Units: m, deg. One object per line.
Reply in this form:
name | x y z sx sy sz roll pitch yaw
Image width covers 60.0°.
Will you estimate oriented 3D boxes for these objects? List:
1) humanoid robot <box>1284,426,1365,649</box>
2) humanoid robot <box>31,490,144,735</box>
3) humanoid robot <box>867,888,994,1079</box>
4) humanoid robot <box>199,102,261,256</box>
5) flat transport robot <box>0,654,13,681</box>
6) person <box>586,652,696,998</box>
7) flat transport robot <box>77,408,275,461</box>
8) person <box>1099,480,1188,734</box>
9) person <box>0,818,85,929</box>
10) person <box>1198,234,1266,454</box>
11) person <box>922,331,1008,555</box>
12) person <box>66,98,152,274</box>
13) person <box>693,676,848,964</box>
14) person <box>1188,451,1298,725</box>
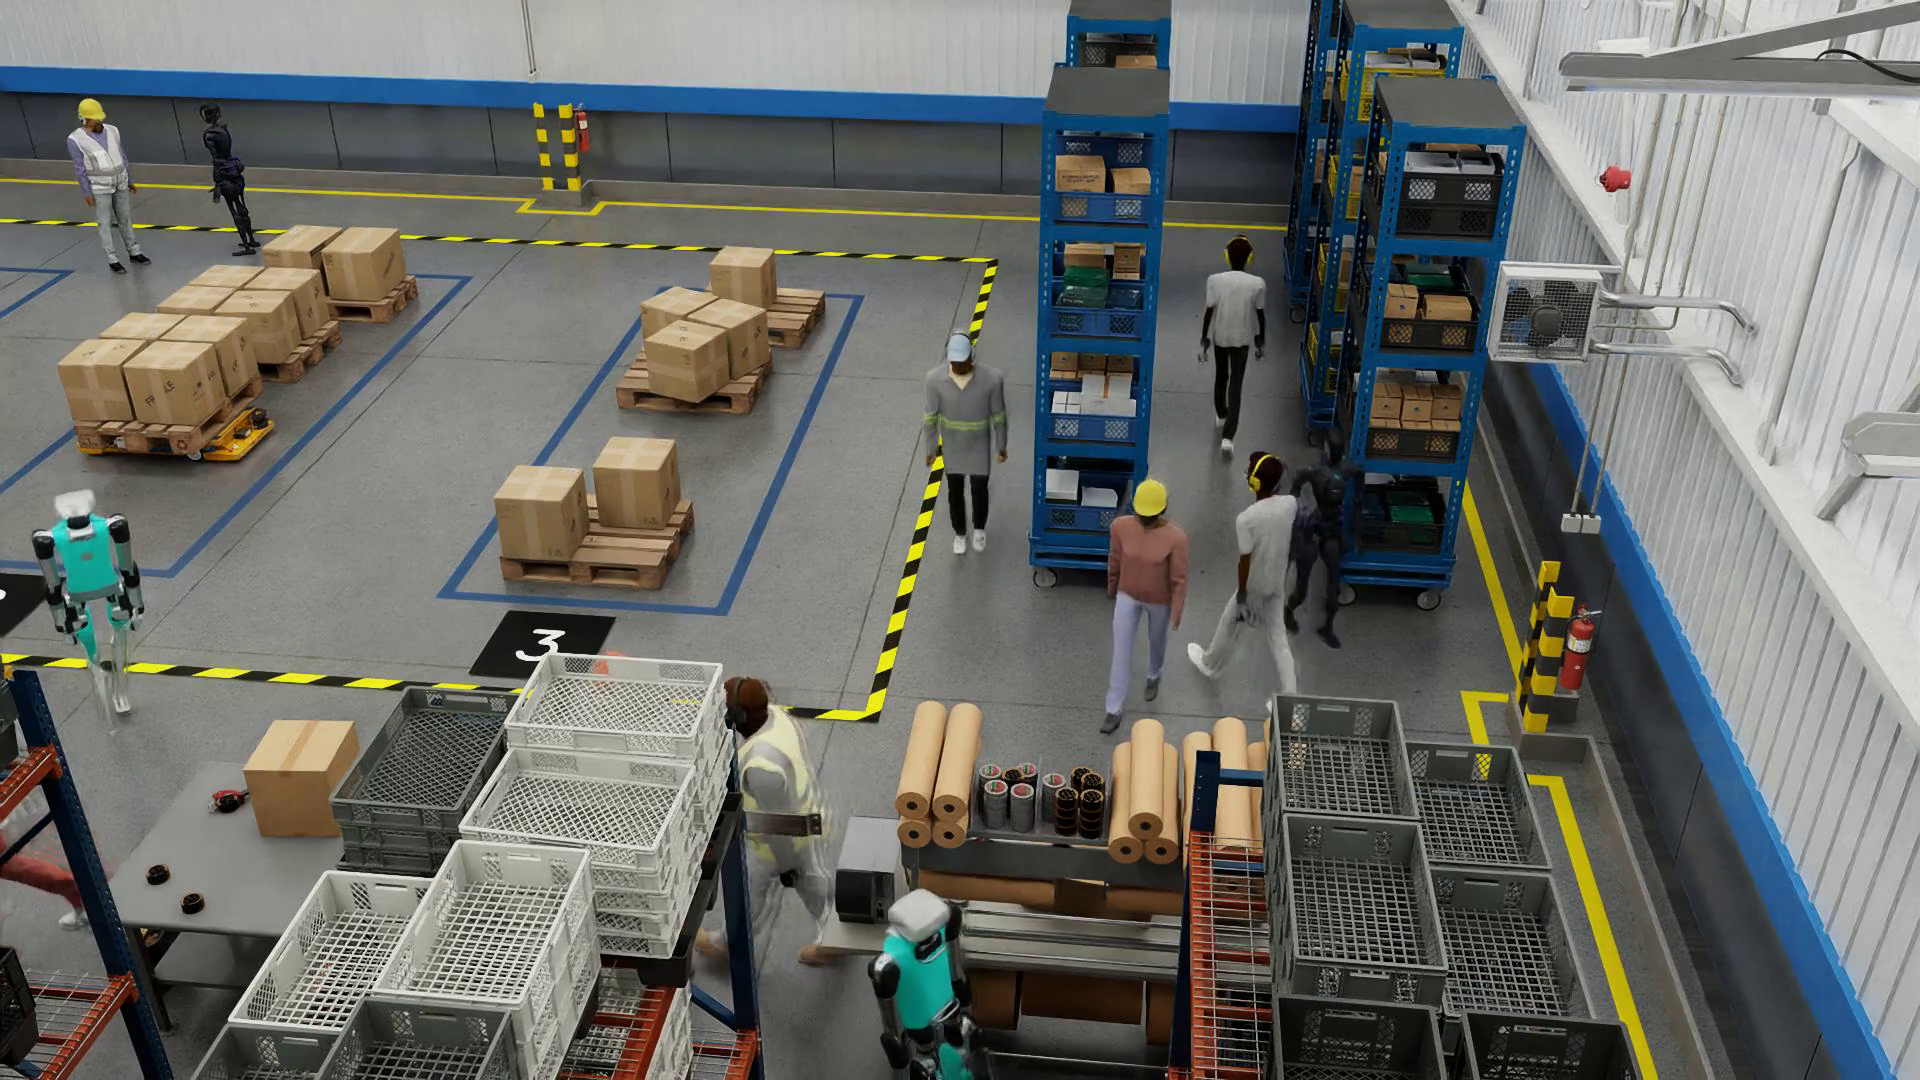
humanoid robot | 2.465 -0.040 11.355 0.590 1.646 0.495 -8 31 -13
humanoid robot | -5.458 0.416 10.536 0.557 1.814 0.787 -18 35 -28
humanoid robot | 0.006 2.322 7.217 1.016 1.731 0.531 21 36 32
humanoid robot | -7.919 -3.909 17.973 0.315 1.656 0.599 -2 30 -4
flat transport robot | -7.142 0.969 11.010 1.431 0.231 0.659 3 30 6
person | -1.647 1.461 8.414 0.406 2.034 0.630 19 35 29
flat transport robot | -6.728 -0.944 14.268 1.431 0.197 0.652 3 30 6
person | 1.156 0.403 10.533 0.543 1.721 0.890 10 32 17
person | -5.089 1.450 8.583 0.942 1.880 0.598 -18 35 -28
person | 2.288 -1.654 13.965 0.545 1.835 0.924 6 31 10
person | 0.035 -0.702 12.310 0.635 1.842 0.474 4 30 6
person | -8.986 -3.745 17.551 0.403 1.832 0.585 17 34 26
person | -1.029 1.492 8.605 0.935 1.781 0.672 2 30 4
person | 1.917 0.258 10.695 0.509 1.809 1.019 -16 34 -25
